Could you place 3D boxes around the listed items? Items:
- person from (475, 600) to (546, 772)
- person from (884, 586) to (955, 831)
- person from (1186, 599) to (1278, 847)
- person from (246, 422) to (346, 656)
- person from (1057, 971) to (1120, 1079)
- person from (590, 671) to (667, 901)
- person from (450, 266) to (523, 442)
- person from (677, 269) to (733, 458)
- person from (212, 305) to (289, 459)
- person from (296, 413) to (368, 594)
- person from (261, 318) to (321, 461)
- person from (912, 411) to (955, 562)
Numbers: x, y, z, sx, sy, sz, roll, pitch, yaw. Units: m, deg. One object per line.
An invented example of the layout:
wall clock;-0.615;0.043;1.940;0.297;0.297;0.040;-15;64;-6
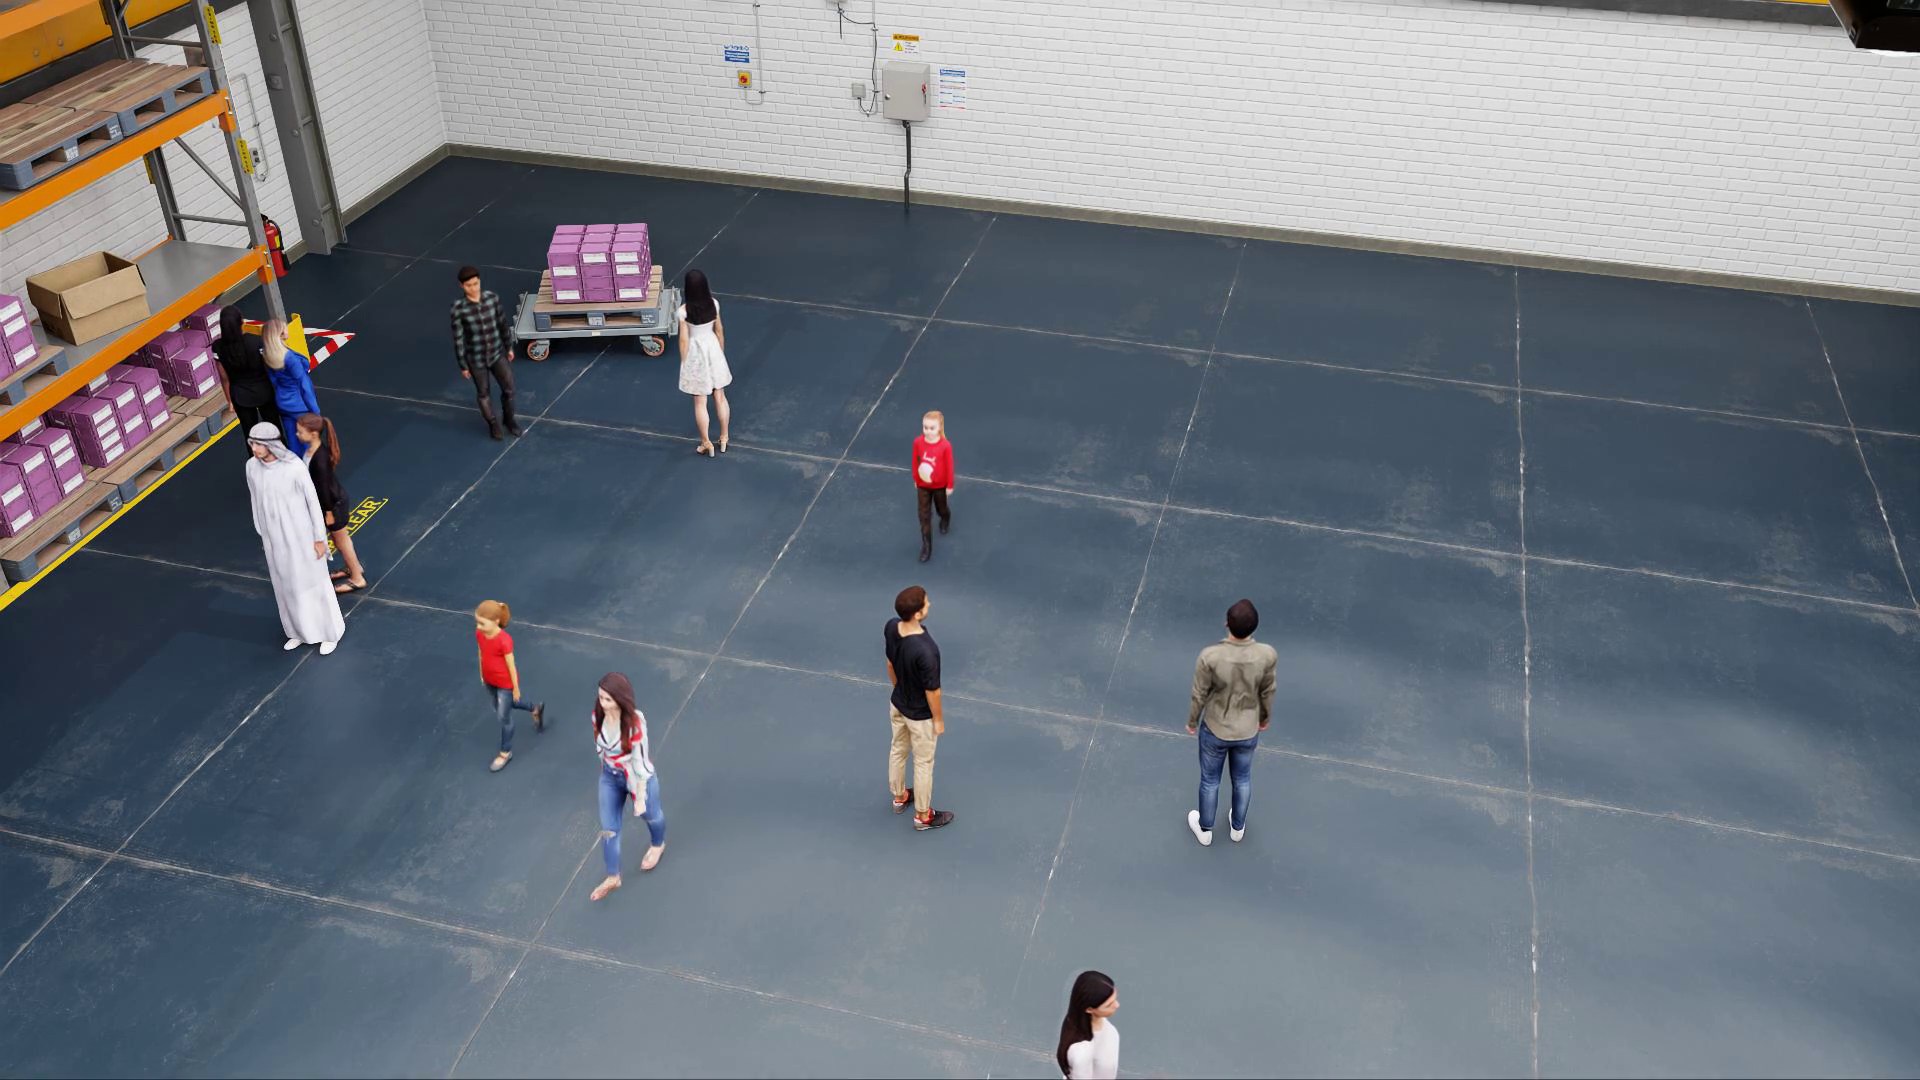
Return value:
person;-3.095;0.934;11.386;0.651;1.294;0.874;20;39;27
person;-0.297;1.068;10.674;0.722;1.859;0.706;-25;41;-32
person;1.704;1.172;10.512;0.783;1.865;0.726;-4;34;-6
person;-4.920;-0.027;12.262;0.699;1.925;0.619;7;34;10
person;0.600;2.762;8.173;0.685;1.807;0.468;6;34;8
person;-2.008;1.440;10.359;0.709;1.589;0.922;14;36;20
person;-4.305;-1.722;15.039;0.788;1.707;0.835;-20;38;-27
person;-2.272;-1.568;14.716;0.771;1.774;0.835;-19;38;-26
person;-6.044;-1.220;14.235;0.711;1.728;0.735;-8;35;-12
person;-4.924;-0.311;13.024;0.691;1.554;0.628;-16;37;-23
person;-5.624;-1.103;14.082;0.678;1.701;0.647;19;38;26
person;-0.211;-0.487;13.548;0.522;1.268;0.827;6;34;9
